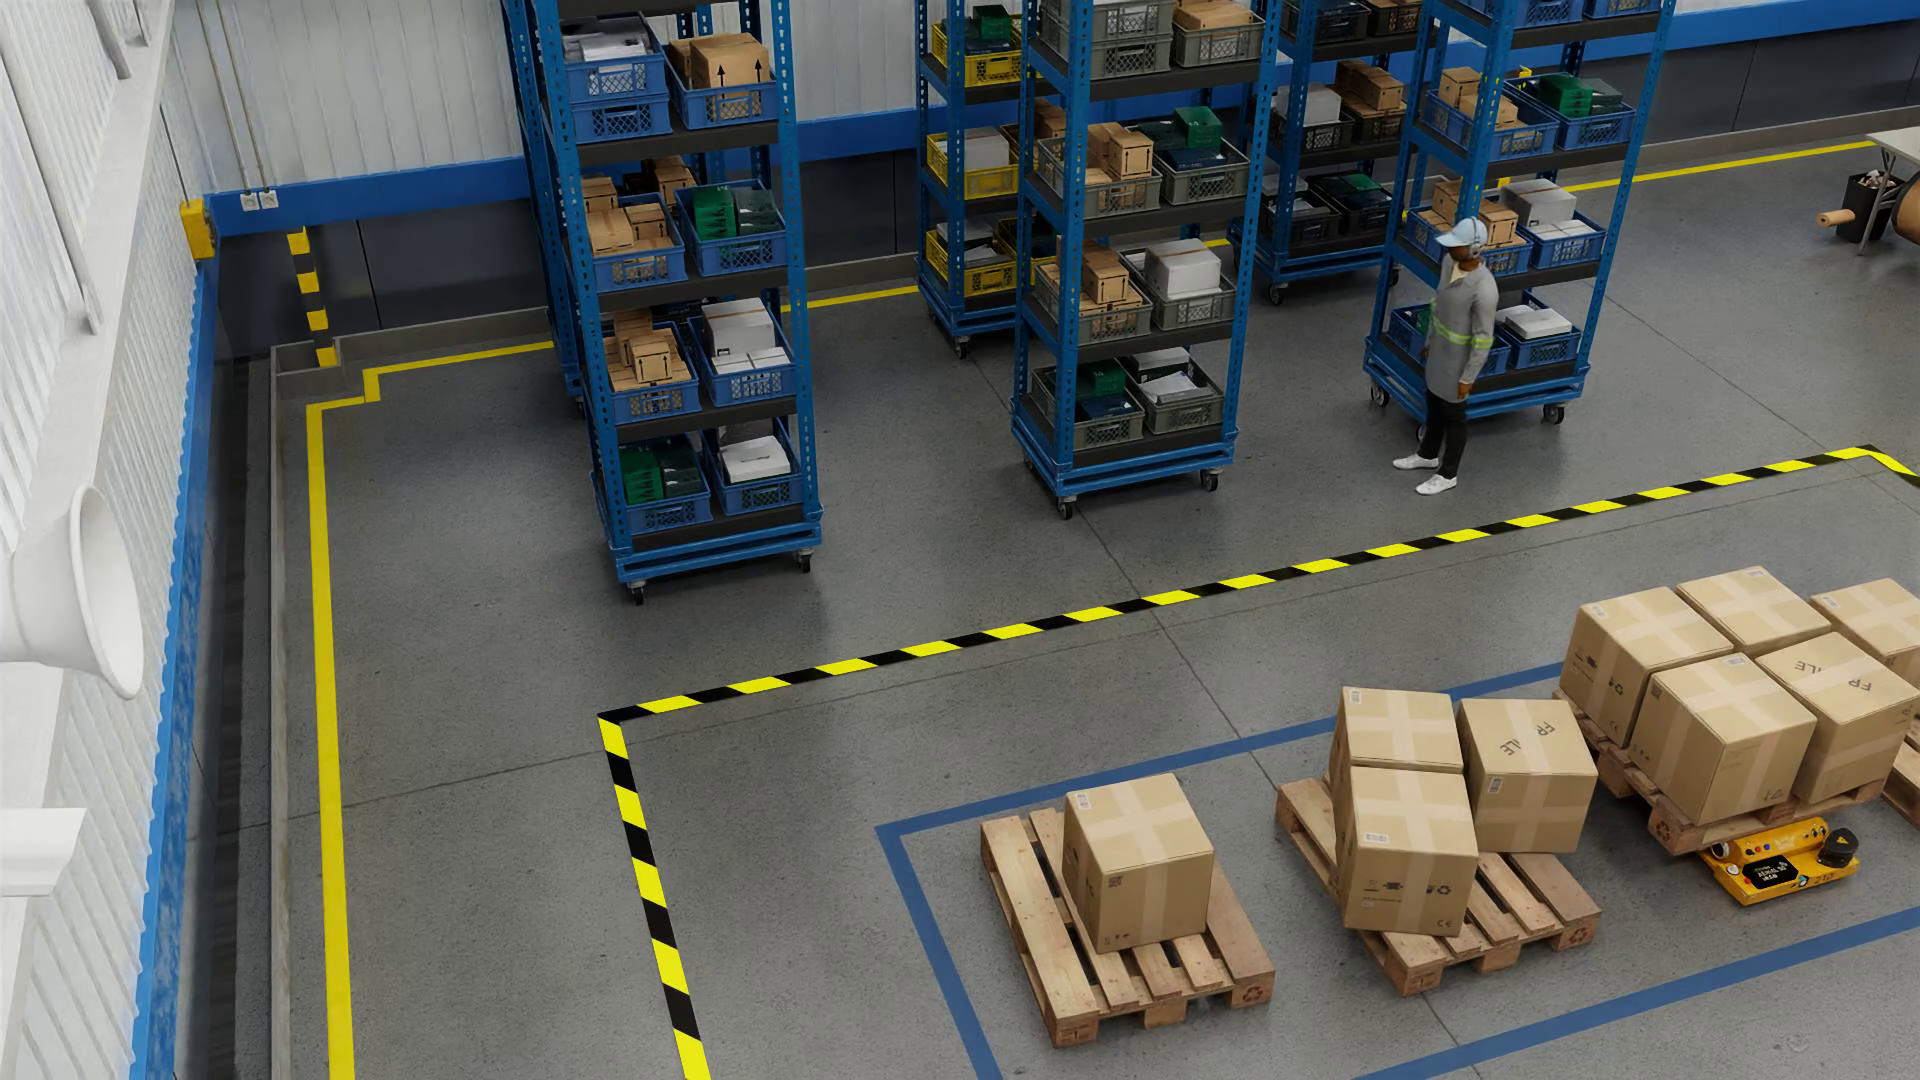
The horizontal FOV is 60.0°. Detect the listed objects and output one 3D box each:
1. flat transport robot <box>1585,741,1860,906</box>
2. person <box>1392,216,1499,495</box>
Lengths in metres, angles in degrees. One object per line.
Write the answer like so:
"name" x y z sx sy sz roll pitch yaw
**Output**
"flat transport robot" 3.738 1.188 8.347 0.652 0.197 1.431 -11 37 -15
"person" 3.017 -1.134 10.290 0.400 1.851 0.590 -7 36 -9
